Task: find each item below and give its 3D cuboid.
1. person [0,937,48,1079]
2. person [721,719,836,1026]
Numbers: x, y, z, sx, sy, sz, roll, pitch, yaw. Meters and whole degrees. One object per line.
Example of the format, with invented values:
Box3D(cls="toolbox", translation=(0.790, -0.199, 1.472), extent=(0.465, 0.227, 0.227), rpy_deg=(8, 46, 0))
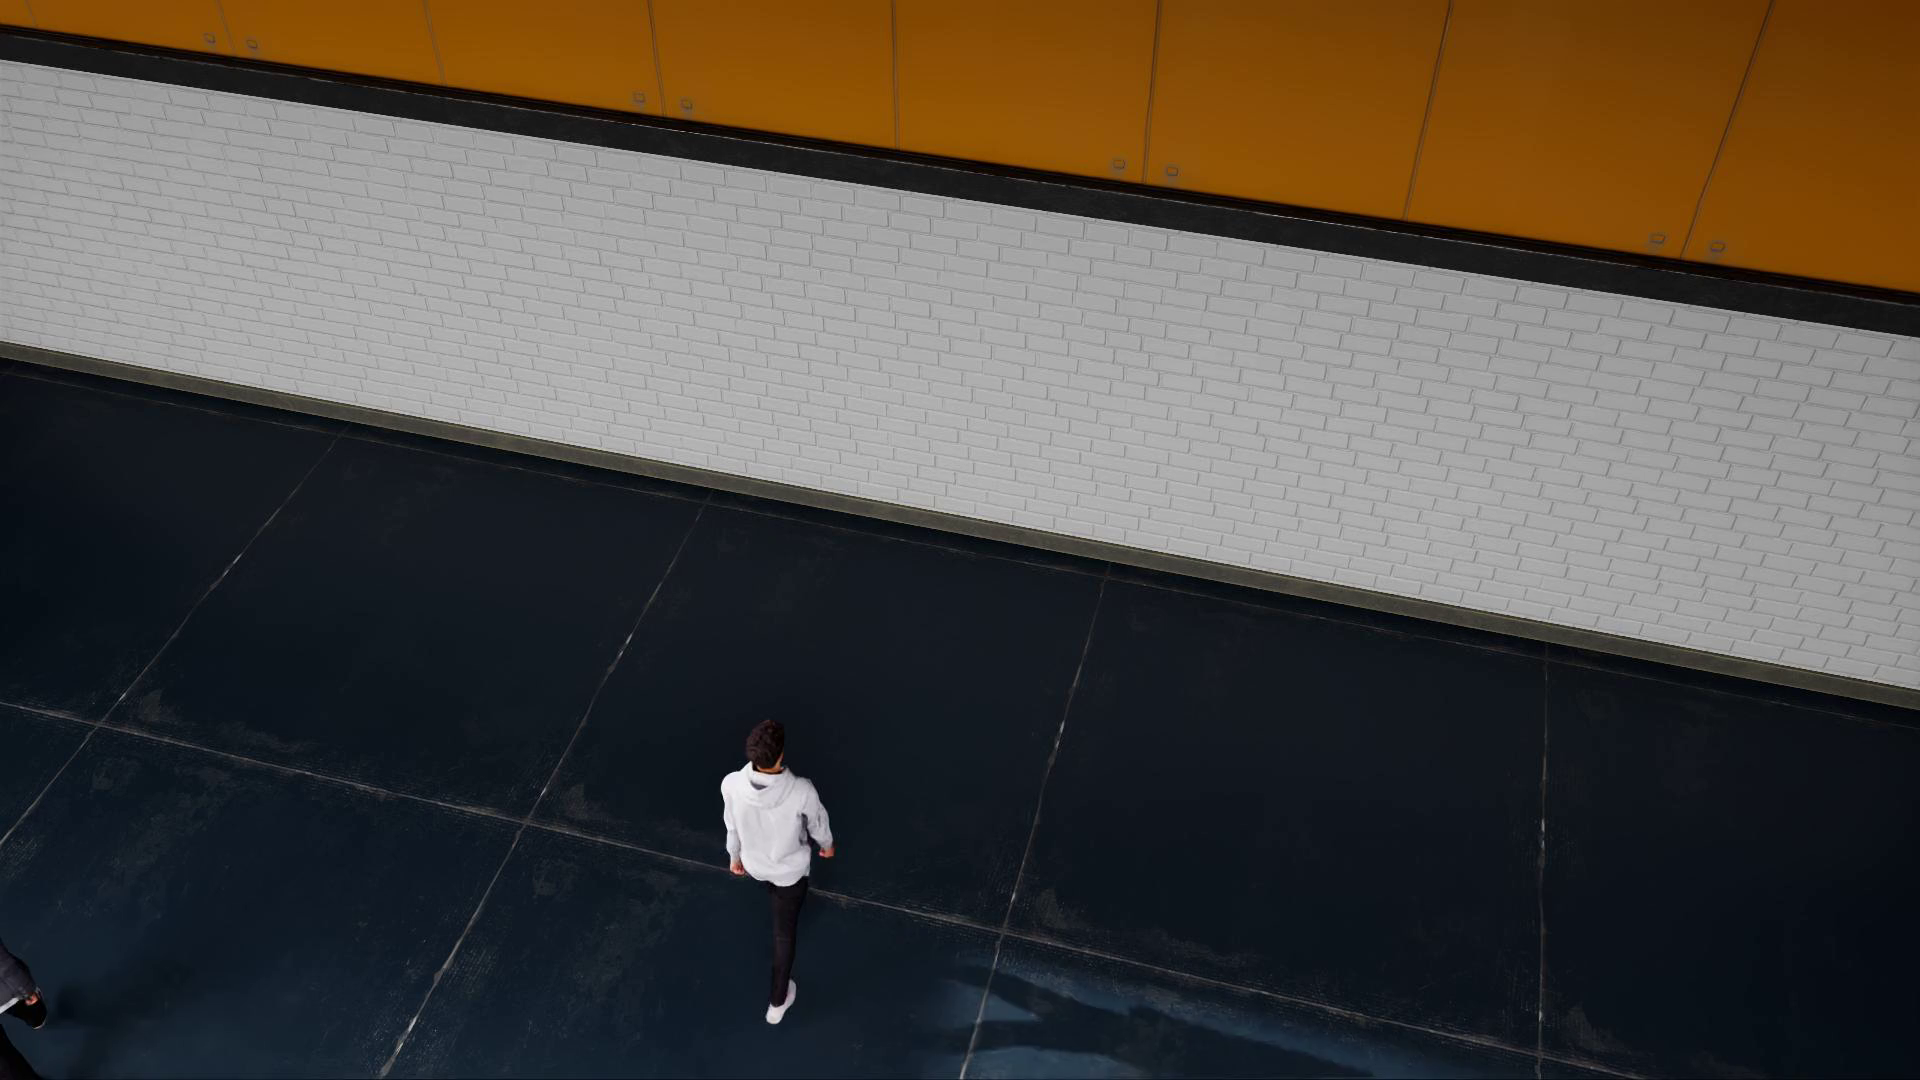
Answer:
Box3D(cls="person", translation=(-4.902, 2.354, 8.348), extent=(1.061, 1.565, 1.097), rpy_deg=(-25, 49, -24))
Box3D(cls="person", translation=(-0.983, 1.763, 8.742), extent=(0.763, 1.878, 1.265), rpy_deg=(8, 44, 8))
